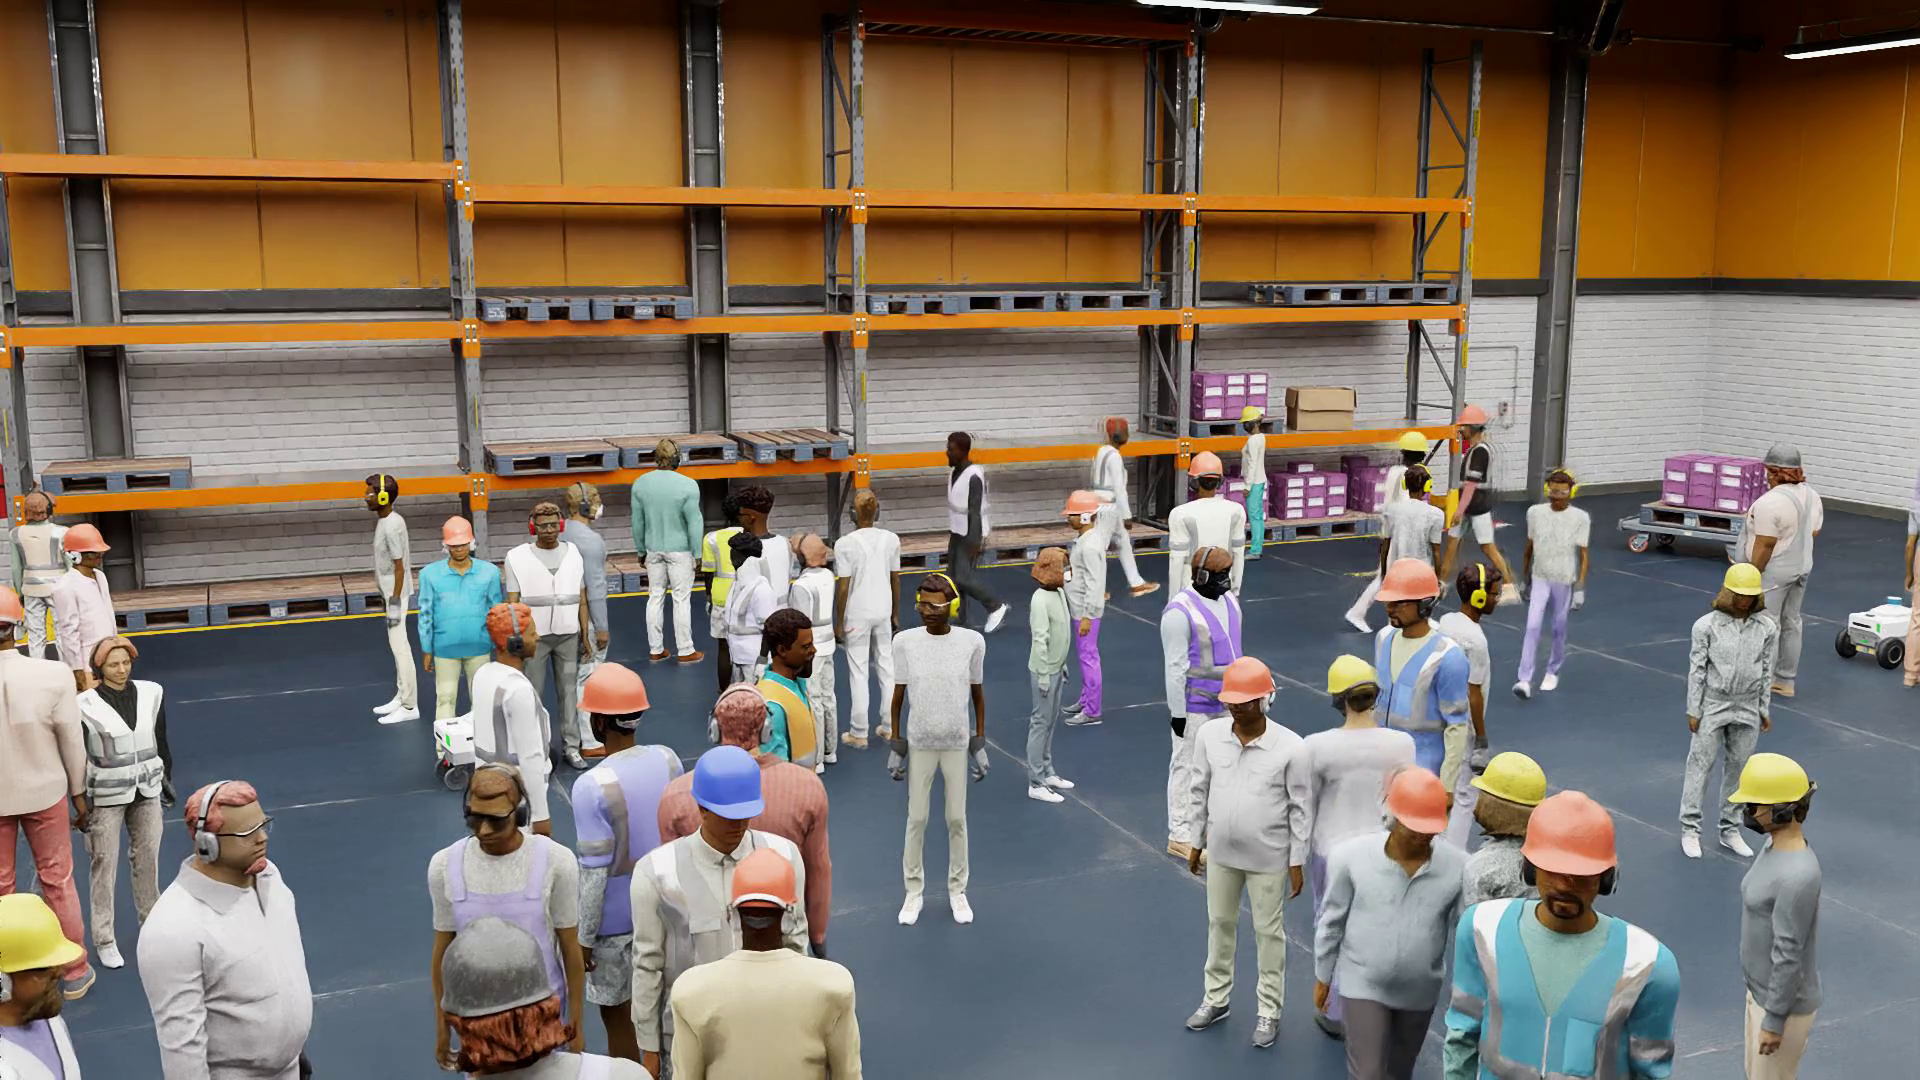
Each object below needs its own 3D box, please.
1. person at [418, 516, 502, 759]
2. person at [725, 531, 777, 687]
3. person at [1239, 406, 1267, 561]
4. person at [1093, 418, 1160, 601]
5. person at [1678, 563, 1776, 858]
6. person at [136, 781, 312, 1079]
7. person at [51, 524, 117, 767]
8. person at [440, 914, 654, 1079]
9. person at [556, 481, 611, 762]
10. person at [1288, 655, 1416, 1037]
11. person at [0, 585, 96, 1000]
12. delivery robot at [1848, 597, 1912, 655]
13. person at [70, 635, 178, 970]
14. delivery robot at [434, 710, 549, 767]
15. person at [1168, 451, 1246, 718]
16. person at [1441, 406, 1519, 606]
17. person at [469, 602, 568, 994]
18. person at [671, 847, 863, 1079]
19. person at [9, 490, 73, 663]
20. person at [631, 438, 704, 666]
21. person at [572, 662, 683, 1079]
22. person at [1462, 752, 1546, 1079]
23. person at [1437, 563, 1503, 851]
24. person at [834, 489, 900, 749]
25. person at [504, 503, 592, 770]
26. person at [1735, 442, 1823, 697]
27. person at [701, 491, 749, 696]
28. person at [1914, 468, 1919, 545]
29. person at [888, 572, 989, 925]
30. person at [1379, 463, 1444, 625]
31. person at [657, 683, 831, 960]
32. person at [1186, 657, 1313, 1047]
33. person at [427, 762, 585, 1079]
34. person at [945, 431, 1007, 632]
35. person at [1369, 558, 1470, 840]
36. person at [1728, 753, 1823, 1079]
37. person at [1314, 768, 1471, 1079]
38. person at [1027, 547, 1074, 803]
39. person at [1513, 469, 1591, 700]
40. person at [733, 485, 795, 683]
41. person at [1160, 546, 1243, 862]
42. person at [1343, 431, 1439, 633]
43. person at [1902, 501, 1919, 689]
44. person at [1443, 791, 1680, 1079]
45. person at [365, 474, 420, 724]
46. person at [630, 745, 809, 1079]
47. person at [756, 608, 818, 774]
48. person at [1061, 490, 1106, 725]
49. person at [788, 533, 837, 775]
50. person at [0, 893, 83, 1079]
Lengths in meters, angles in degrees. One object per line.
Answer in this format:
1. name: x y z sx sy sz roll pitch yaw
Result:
1. person: -3.342 0.704 11.177 0.560 1.753 0.327 -4 11 -22
2. person: -1.377 0.775 10.952 0.319 1.693 0.532 -6 11 -30
3. person: 3.318 -0.642 18.926 0.322 1.761 0.522 4 10 20
4. person: 1.636 -0.296 16.659 0.908 1.845 0.611 -1 10 -3
5. person: 4.451 0.984 9.608 0.492 1.740 0.325 0 10 -2
6. person: -2.215 1.671 5.173 0.408 1.909 0.638 1 10 4
7. person: -5.663 0.759 10.868 0.329 1.751 0.566 -1 10 -5
8. person: -1.022 1.833 3.852 0.678 2.000 0.536 -7 12 -33
9. person: -2.608 0.556 11.505 0.379 1.940 0.629 -7 12 -37
10. person: 1.740 1.383 7.307 0.558 1.739 0.534 0 10 -2
11. person: -4.372 1.189 7.696 0.613 1.995 0.392 -5 11 -27
12. delivery robot: 7.970 0.729 14.218 0.707 0.478 0.477 -4 10 -20
13. person: -4.138 1.273 8.233 0.307 1.639 0.525 6 12 32
14. delivery robot: -3.110 1.280 11.047 0.707 0.478 0.477 -6 11 -30
15. person: 1.802 0.362 12.323 0.606 2.044 0.374 -3 10 -17
16. person: 5.080 -0.335 16.505 1.053 1.993 0.610 1 10 7
17. person: -2.089 1.223 7.822 0.357 1.883 0.573 -7 12 -37
18. person: -0.578 1.778 5.019 0.572 1.741 0.338 -1 10 -7
19. person: -7.175 0.430 13.088 0.514 1.641 0.309 0 10 -2
20. person: -2.464 0.105 14.100 0.635 1.937 0.354 3 10 17
21. person: -1.317 1.428 6.482 0.356 1.937 0.552 5 11 28
22. person: 1.954 1.608 6.000 0.487 1.746 0.287 -6 12 -32
23. person: 2.720 1.035 9.003 0.327 1.853 0.526 -1 10 -7
24. person: -0.659 0.558 11.763 0.506 1.845 0.344 -6 11 -29
25. person: -2.761 0.655 11.200 0.567 1.846 0.389 -6 11 -30
26. person: 6.340 0.242 13.021 0.674 2.000 0.535 -6 11 -30
27. person: -1.695 0.470 12.696 0.537 1.695 0.320 0 10 0
28. person: 10.024 -0.237 16.966 0.525 1.623 0.367 6 11 30
29. person: -0.111 1.084 8.671 0.532 1.866 0.315 0 10 -3
30. person: 3.542 0.325 13.070 0.507 1.863 0.323 7 12 33
31. person: -0.809 1.478 6.285 0.642 1.909 0.399 -2 10 -12
32. person: 1.260 1.367 7.364 0.573 1.749 0.342 6 12 32
33. person: -1.529 1.627 5.640 0.511 1.836 0.357 0 10 -1
34. person: 0.077 -0.047 15.081 0.545 1.900 0.614 -4 11 -21
35. person: 2.171 1.093 8.109 0.392 2.041 0.615 -5 11 -25
36. person: 2.874 1.617 5.928 0.342 1.754 0.534 3 10 19
37. person: 1.586 1.622 6.062 0.572 1.691 0.873 1 10 5
38. person: 0.587 0.848 10.695 0.279 1.634 0.499 3 10 17
39. person: 4.610 0.358 13.001 0.529 1.810 0.983 5 11 28
40. person: -1.321 0.609 11.119 0.367 1.964 0.609 4 11 23
41. person: 1.419 0.935 9.630 0.430 1.836 0.626 9 14 44
42. person: 4.015 -0.068 15.264 0.971 1.887 0.604 0 10 2
43. person: 7.793 0.304 13.227 0.333 1.843 0.514 -8 13 -40
44. person: 1.648 1.689 4.663 0.607 2.048 0.367 6 11 29
45. person: -4.249 0.433 12.409 0.335 1.873 0.521 -4 11 -21
46. person: -0.774 1.604 5.476 0.604 1.939 0.414 -4 11 -24
47. person: -0.801 1.249 7.571 0.383 1.918 0.597 0 10 -2
48. person: 0.912 0.498 12.376 0.337 1.748 0.575 0 10 1
49. person: -0.991 0.763 11.181 0.307 1.636 0.525 3 10 19
50. person: -2.534 1.835 4.497 0.408 1.825 0.591 -1 10 -8
